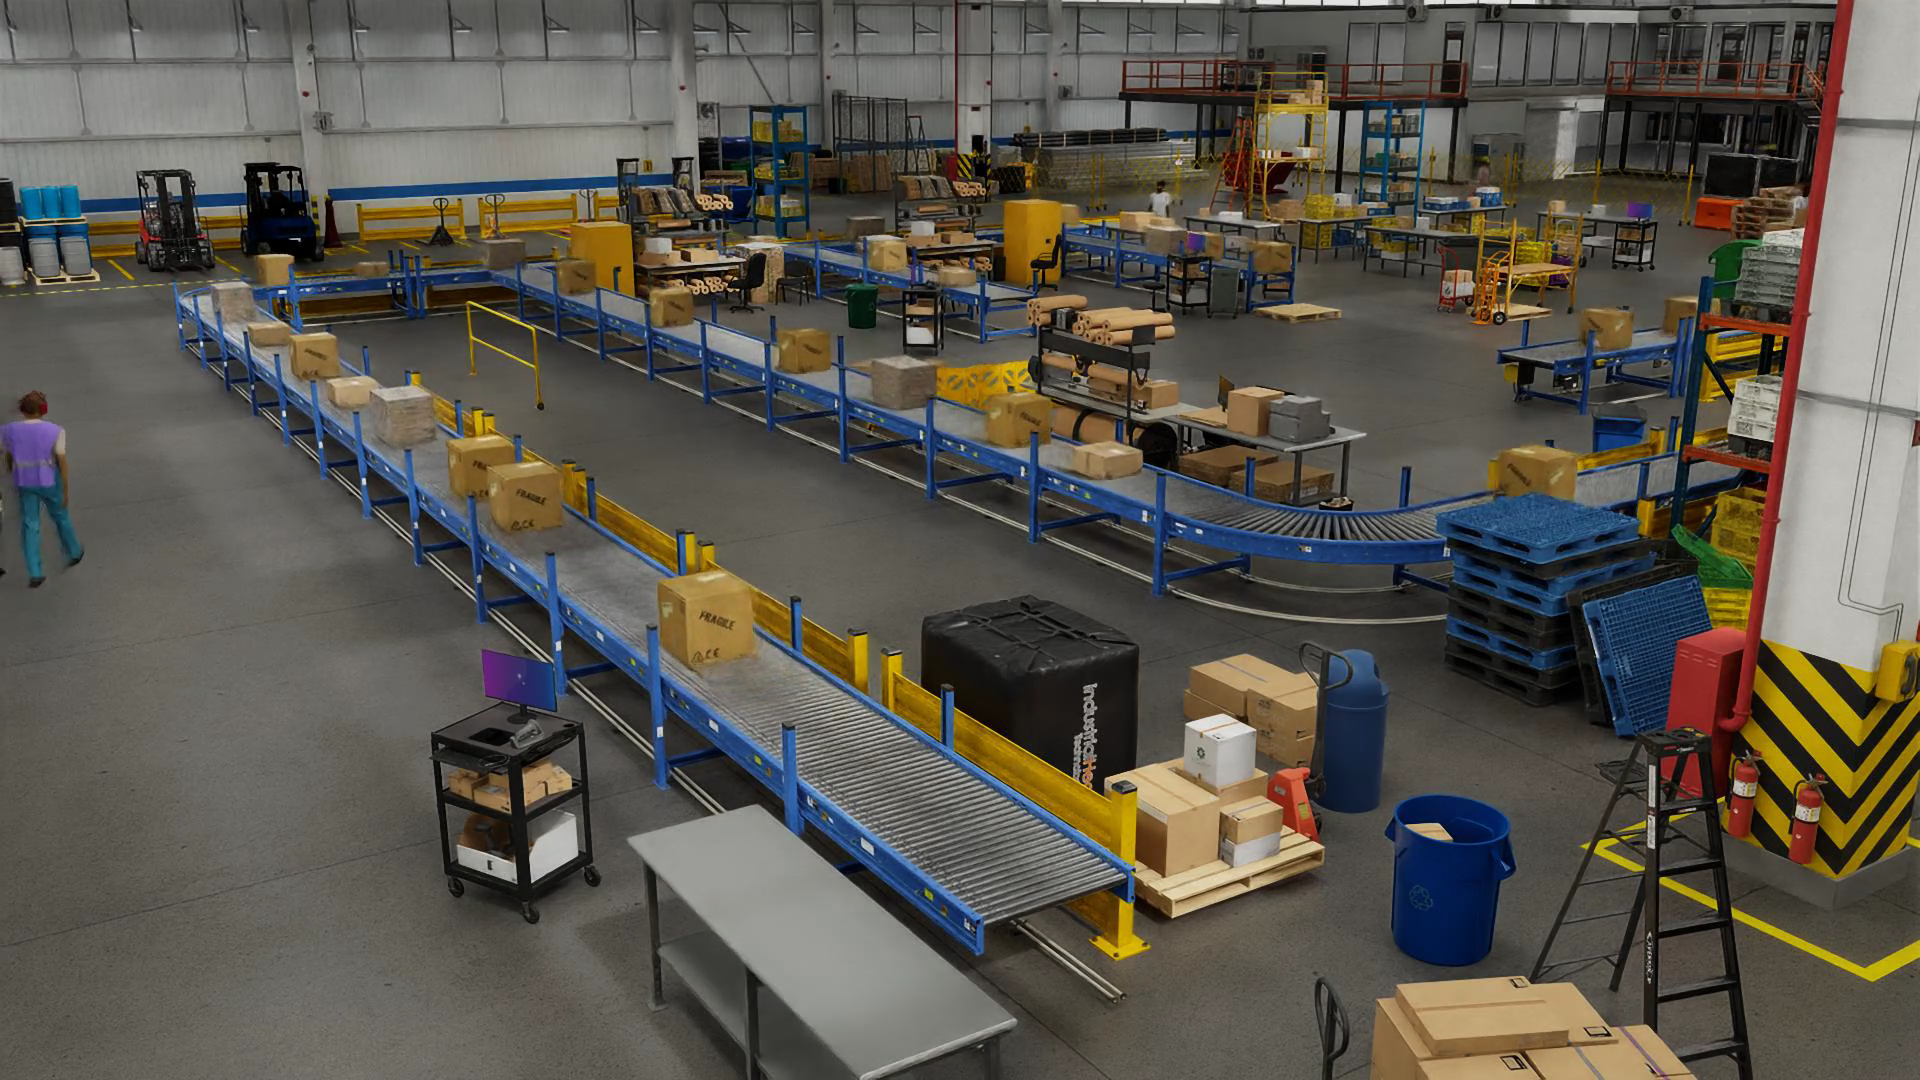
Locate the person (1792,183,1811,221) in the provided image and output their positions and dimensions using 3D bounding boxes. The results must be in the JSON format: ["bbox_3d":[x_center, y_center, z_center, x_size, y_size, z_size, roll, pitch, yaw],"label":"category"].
[{"bbox_3d":[19.105,-7.160,37.765,0.580,1.874,0.419,-9,19,-26],"label":"person"}]

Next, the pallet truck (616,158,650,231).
[{"bbox_3d":[-8.918,-9.176,44.255,0.823,1.965,1.885,-9,19,-27],"label":"pallet truck"}]

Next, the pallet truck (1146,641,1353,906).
[{"bbox_3d":[1.664,1.407,10.232,1.630,1.274,0.653,-10,20,-31],"label":"pallet truck"}]

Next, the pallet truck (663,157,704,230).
[{"bbox_3d":[-7.586,-9.308,44.692,0.823,1.965,1.885,-11,20,-33],"label":"pallet truck"}]

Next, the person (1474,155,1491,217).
[{"bbox_3d":[15.211,-10.319,48.462,0.578,1.750,0.539,12,21,35],"label":"person"}]

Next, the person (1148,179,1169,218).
[{"bbox_3d":[4.682,-7.597,39.262,0.578,1.844,0.549,6,18,18],"label":"person"}]

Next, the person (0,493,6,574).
[{"bbox_3d":[-9.380,-0.542,15.713,0.675,1.887,0.435,-1,17,-4],"label":"person"}]

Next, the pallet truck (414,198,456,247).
[{"bbox_3d":[-13.250,-8.060,41.856,0.680,1.201,1.601,-10,20,-31],"label":"pallet truck"}]

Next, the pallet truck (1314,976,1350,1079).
[{"bbox_3d":[2.299,2.390,7.086,1.601,1.201,0.680,-2,17,-7],"label":"pallet truck"}]

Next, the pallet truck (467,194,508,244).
[{"bbox_3d":[-11.983,-8.177,42.137,0.704,1.261,1.522,-11,20,-33],"label":"pallet truck"}]

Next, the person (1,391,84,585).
[{"bbox_3d":[-8.739,-0.523,15.821,0.582,1.788,1.002,-4,17,-13],"label":"person"}]

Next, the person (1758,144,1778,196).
[{"bbox_3d":[24.951,-11.295,51.454,0.492,1.902,0.634,5,18,17],"label":"person"}]

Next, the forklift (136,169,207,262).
[{"bbox_3d":[-17.842,-7.318,37.559,1.157,1.987,2.680,-10,20,-31],"label":"forklift"}]

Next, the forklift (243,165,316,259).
[{"bbox_3d":[-15.898,-7.669,38.708,1.157,1.987,2.680,-11,20,-33],"label":"forklift"}]

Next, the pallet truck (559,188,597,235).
[{"bbox_3d":[-10.010,-8.652,43.699,0.653,1.274,1.630,-10,20,-31],"label":"pallet truck"}]
